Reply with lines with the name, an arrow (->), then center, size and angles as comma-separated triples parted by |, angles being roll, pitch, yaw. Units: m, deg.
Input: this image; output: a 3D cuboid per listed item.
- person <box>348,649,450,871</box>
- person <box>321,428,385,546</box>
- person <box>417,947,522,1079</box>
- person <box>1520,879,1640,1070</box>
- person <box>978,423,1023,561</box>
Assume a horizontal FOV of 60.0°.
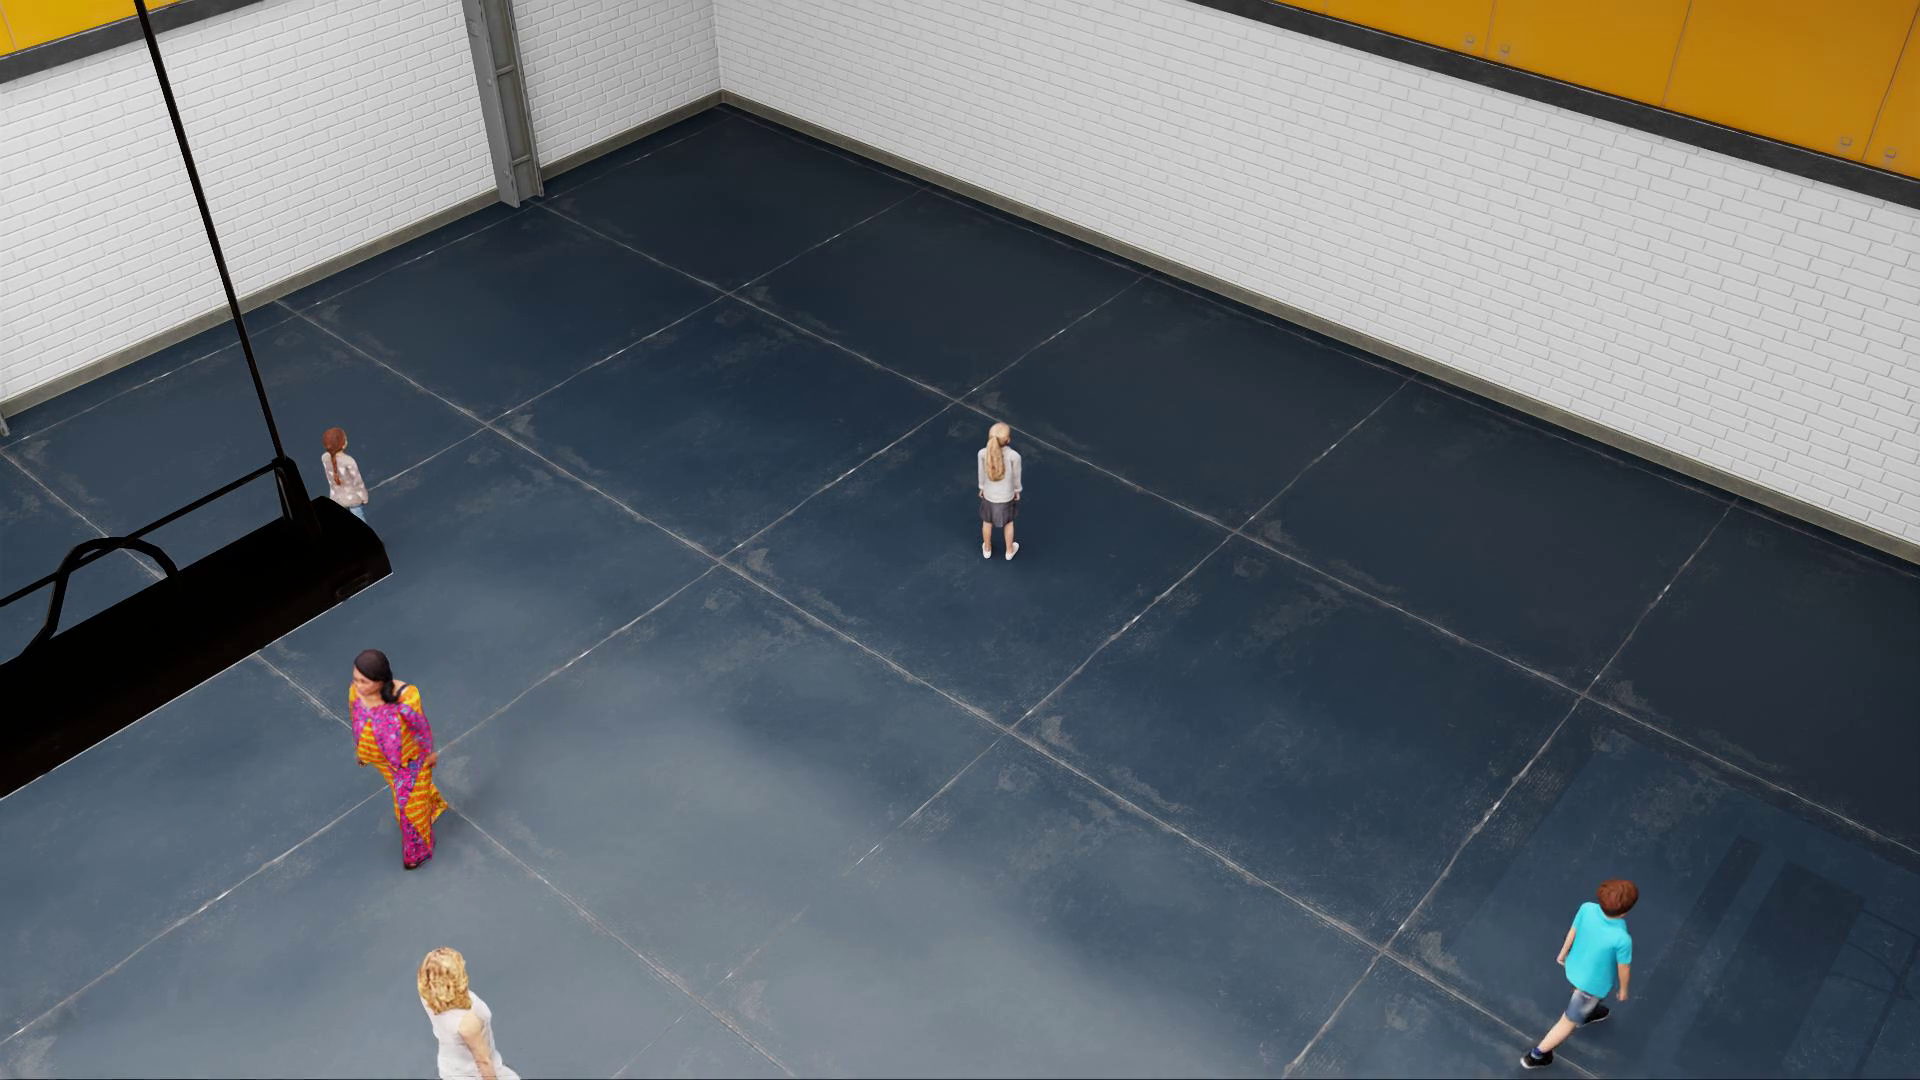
person -> -3.558, 1.292, 10.661 | 0.824, 1.650, 0.950 | 12, 40, 15
person -> -4.838, -0.371, 13.108 | 0.538, 1.194, 0.561 | 10, 40, 13
person -> -2.645, 2.792, 8.774 | 0.639, 1.661, 0.568 | 25, 45, 28
person -> 3.499, 2.463, 9.380 | 1.040, 1.419, 0.802 | -16, 41, -19
person -> 0.309, -0.390, 13.066 | 0.595, 1.276, 0.637 | 6, 39, 7
